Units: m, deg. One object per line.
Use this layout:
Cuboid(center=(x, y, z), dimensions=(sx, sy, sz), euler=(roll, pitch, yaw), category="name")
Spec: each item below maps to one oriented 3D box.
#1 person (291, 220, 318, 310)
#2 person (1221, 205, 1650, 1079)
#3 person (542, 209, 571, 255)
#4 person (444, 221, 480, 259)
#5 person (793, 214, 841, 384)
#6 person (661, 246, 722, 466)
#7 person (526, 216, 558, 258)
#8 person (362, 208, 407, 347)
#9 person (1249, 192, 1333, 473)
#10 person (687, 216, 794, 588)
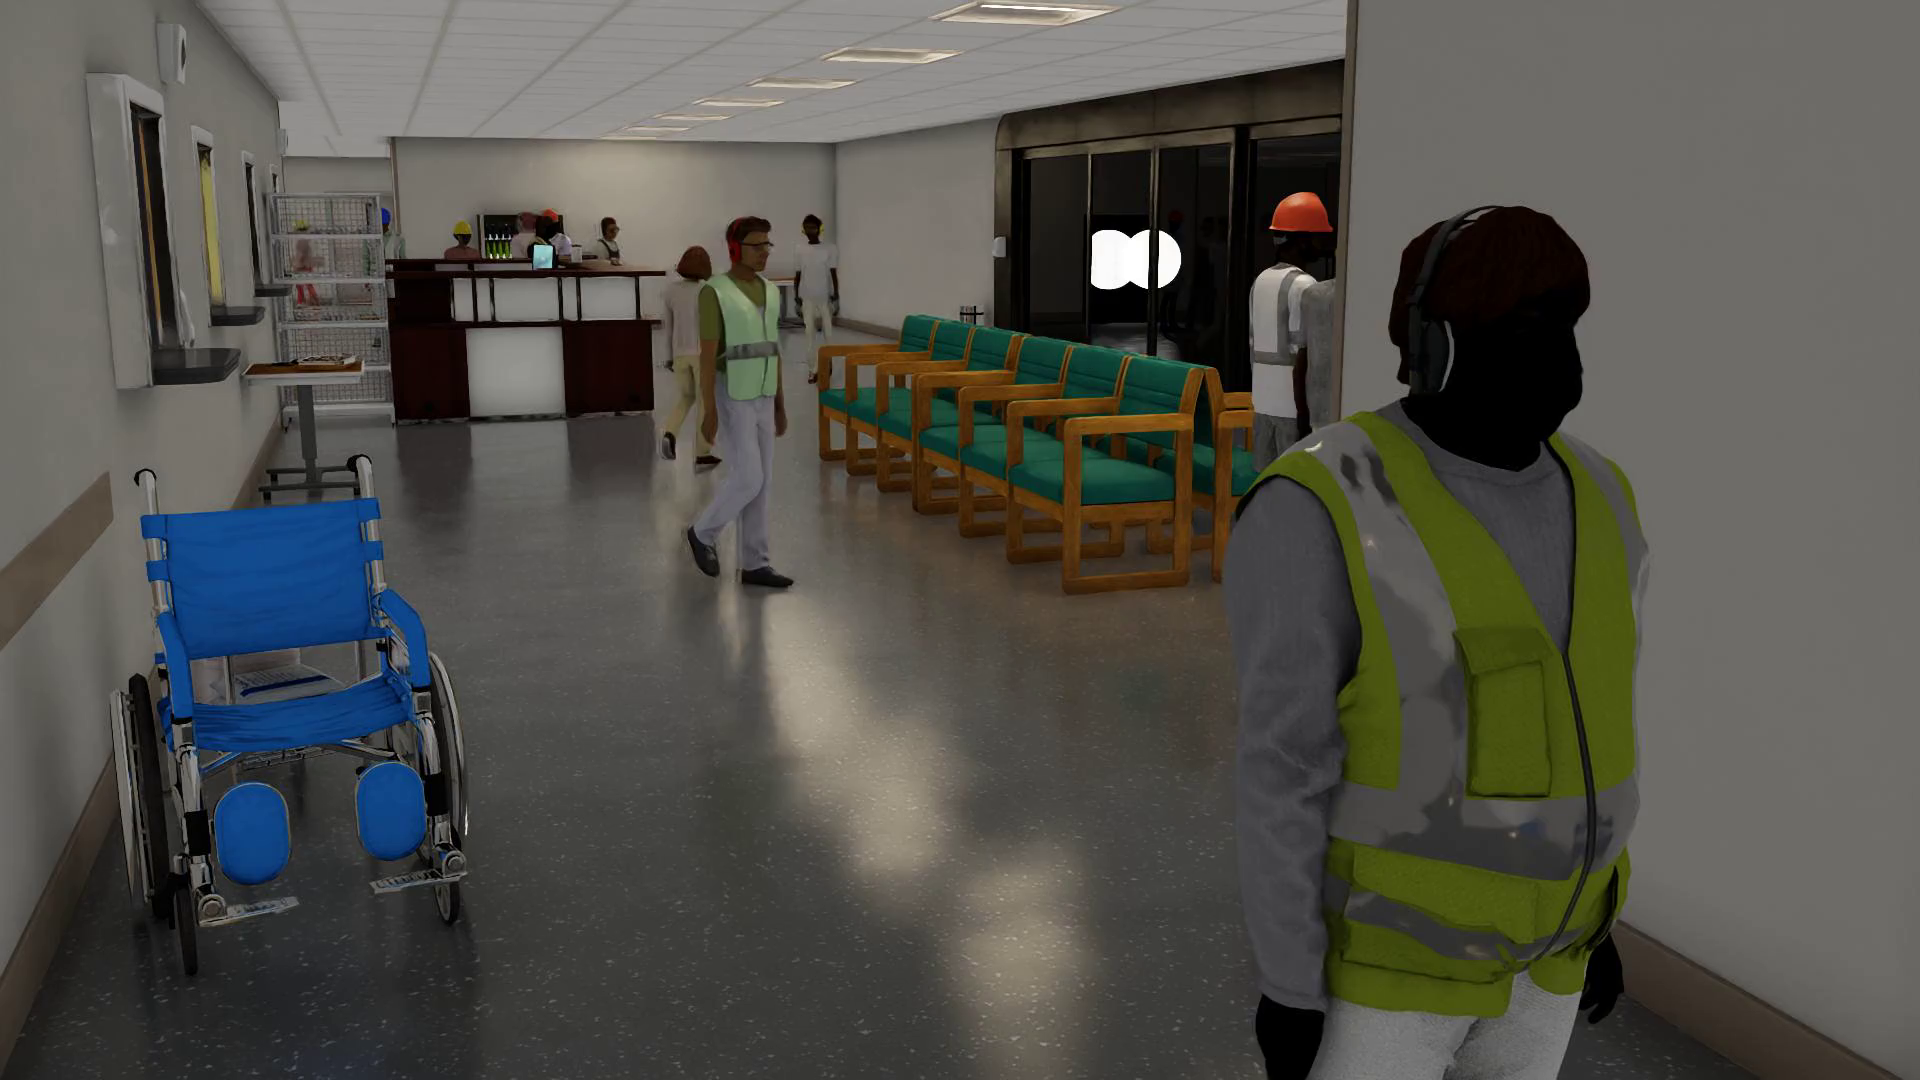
Cuboid(center=(-12.950, -5.372, 32.586), dimensions=(0.658, 1.747, 0.527), euler=(-3, 11, -15), category="person")
Cuboid(center=(0.624, 0.512, 2.130), dimensions=(0.619, 1.845, 0.430), euler=(-6, 13, -28), category="person")
Cuboid(center=(-5.689, -3.645, 23.247), dimensions=(0.550, 1.928, 0.389), euler=(2, 11, 10), category="person")
Cuboid(center=(-6.187, -3.090, 20.812), dimensions=(0.314, 1.769, 0.524), euler=(8, 14, 37), category="person")
Cuboid(center=(-1.580, -2.675, 18.444), dimensions=(0.535, 1.853, 0.671), euler=(0, 11, 0), category="person")
Cuboid(center=(-1.965, -1.329, 12.152), dimensions=(0.517, 1.617, 0.424), euler=(6, 12, 27), category="person")
Cuboid(center=(-5.108, -3.075, 20.558), dimensions=(0.428, 1.836, 0.628), euler=(1, 11, 4), category="person")
Cuboid(center=(-8.108, -3.698, 23.476), dimensions=(0.601, 1.941, 0.395), euler=(-4, 12, -20), category="person")
Cuboid(center=(1.539, -0.624, 7.713), dimensions=(0.360, 1.938, 0.545), euler=(-3, 12, -17), category="person")
Cuboid(center=(-1.081, -0.669, 8.205), dimensions=(0.472, 1.832, 0.593), euler=(6, 12, 28), category="person")
